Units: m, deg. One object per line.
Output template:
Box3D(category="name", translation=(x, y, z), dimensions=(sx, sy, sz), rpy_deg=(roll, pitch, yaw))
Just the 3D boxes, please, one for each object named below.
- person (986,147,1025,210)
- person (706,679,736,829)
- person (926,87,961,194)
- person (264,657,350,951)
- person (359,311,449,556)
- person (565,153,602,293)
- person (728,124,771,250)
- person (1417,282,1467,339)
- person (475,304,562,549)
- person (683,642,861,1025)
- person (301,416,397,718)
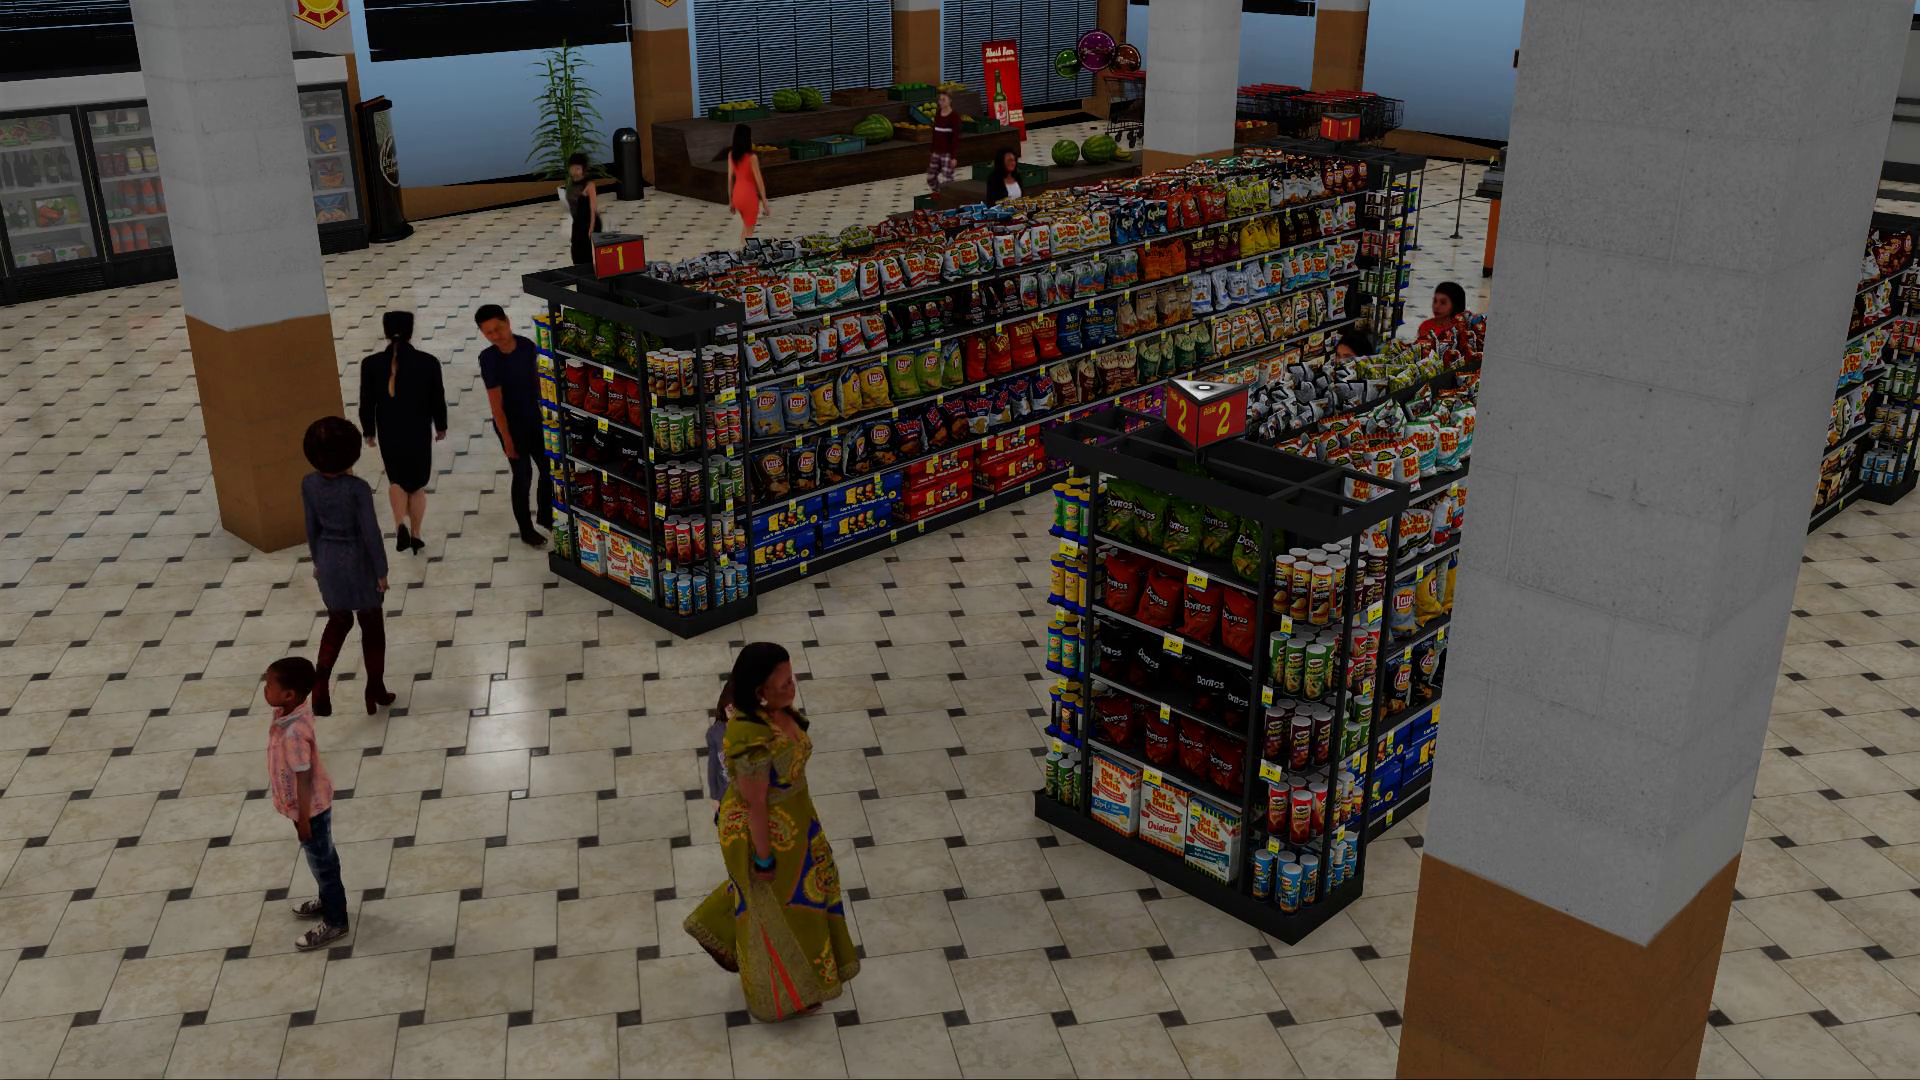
Box3D(category="person", translation=(0.408, -3.451, 18.051), dimensions=(0.739, 1.593, 0.968), rpy_deg=(18, 28, 38))
Box3D(category="person", translation=(-0.963, 1.094, 7.398), dimensions=(0.536, 1.103, 0.588), rpy_deg=(2, 22, 4))
Box3D(category="person", translation=(-0.159, -5.163, 22.171), dimensions=(0.666, 1.698, 0.585), rpy_deg=(18, 28, 38))
Box3D(category="person", translation=(-2.775, 1.104, 7.098), dimensions=(0.583, 1.308, 0.573), rpy_deg=(-10, 24, -23))
Box3D(category="person", translation=(-3.662, -0.657, 11.019), dimensions=(0.827, 1.653, 0.910), rpy_deg=(-6, 23, -14))
Box3D(category="person", translation=(-4.006, -3.379, 17.914), dimensions=(0.691, 1.562, 0.766), rpy_deg=(17, 28, 36))
Box3D(category="person", translation=(-2.467, -3.792, 18.749), dimensions=(0.619, 1.706, 0.616), rpy_deg=(16, 27, 34))
Box3D(category="person", translation=(3.375, -0.951, 11.650), dimensions=(0.923, 1.728, 0.614), rpy_deg=(-17, 28, -37))
Box3D(category="person", translation=(-2.952, -0.762, 11.163), dimensions=(0.838, 1.740, 0.583), rpy_deg=(9, 23, 20))
Box3D(category="person", translation=(-0.830, 1.146, 6.535), dimensions=(1.138, 1.649, 1.087), rpy_deg=(1, 22, 2))
Box3D(category="person", translation=(-3.292, 0.202, 8.820), dimensions=(0.851, 1.698, 0.965), rpy_deg=(5, 22, 11))
